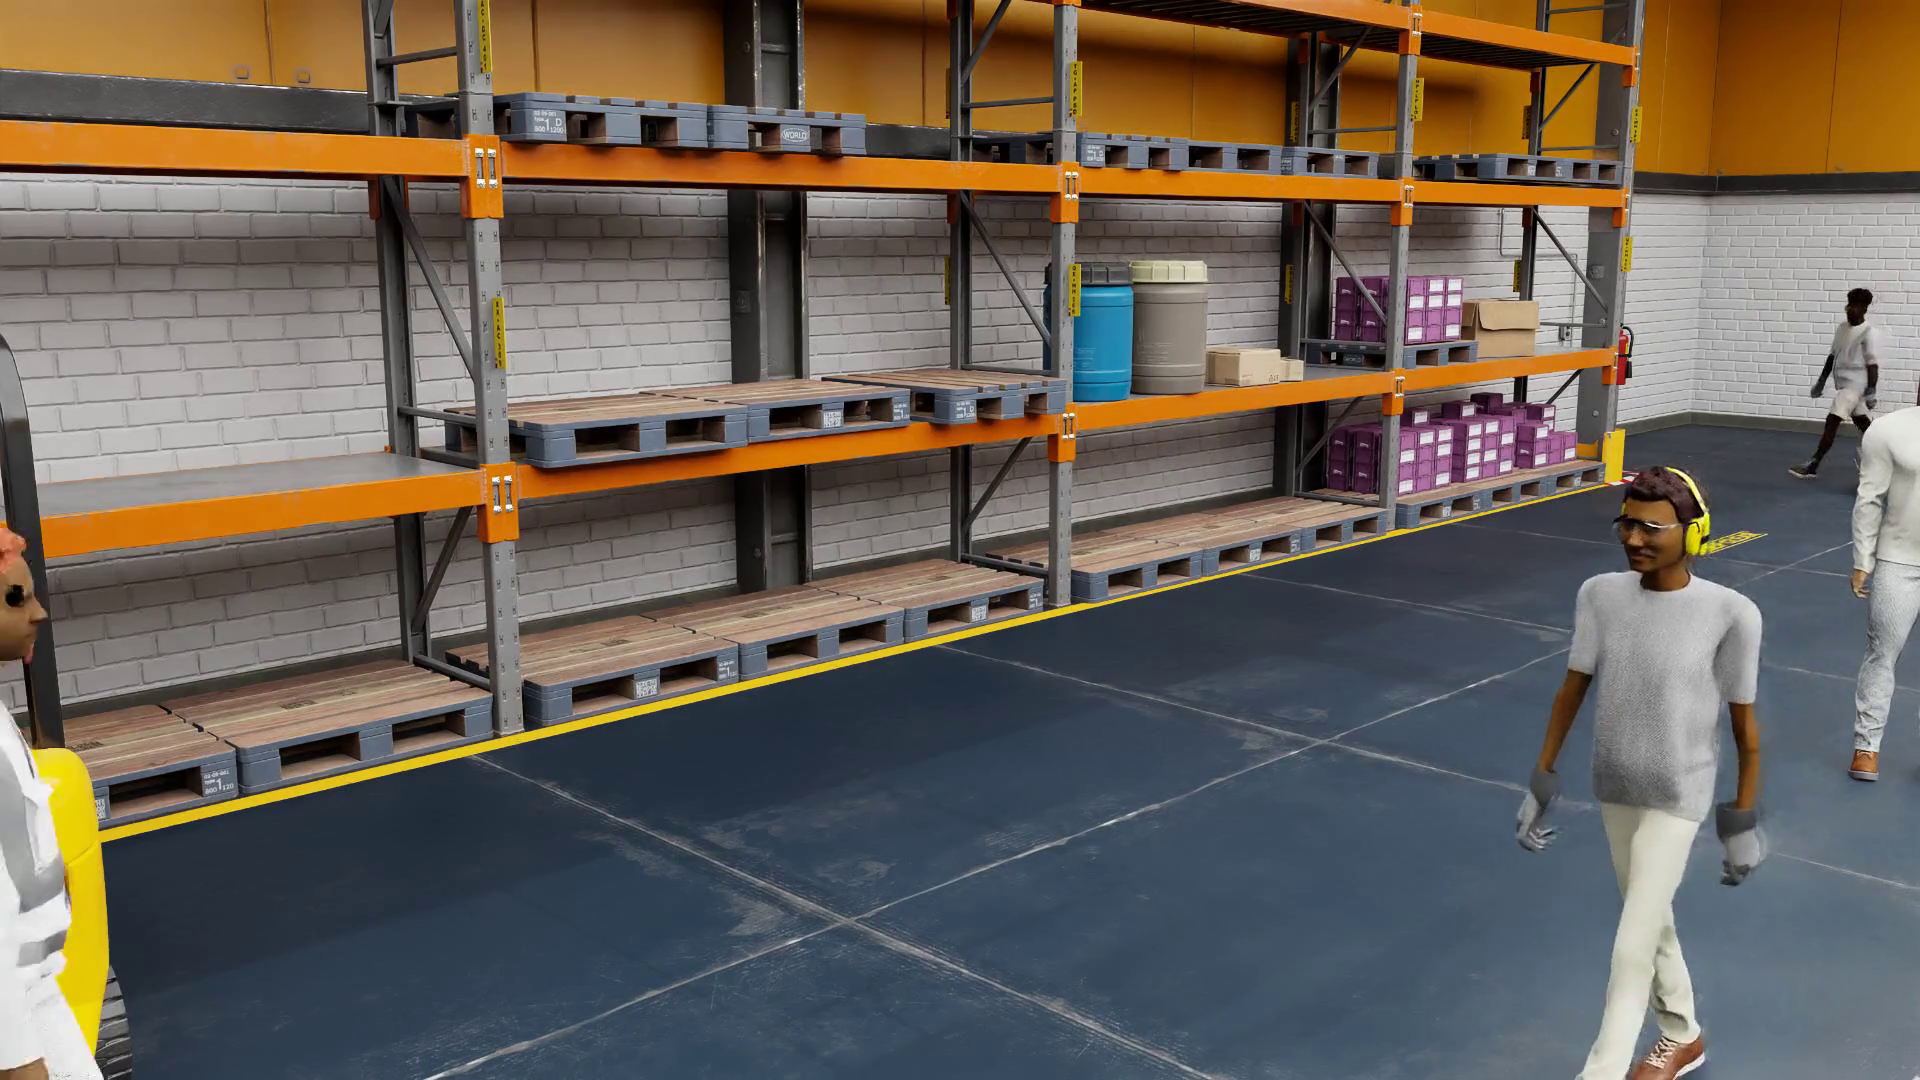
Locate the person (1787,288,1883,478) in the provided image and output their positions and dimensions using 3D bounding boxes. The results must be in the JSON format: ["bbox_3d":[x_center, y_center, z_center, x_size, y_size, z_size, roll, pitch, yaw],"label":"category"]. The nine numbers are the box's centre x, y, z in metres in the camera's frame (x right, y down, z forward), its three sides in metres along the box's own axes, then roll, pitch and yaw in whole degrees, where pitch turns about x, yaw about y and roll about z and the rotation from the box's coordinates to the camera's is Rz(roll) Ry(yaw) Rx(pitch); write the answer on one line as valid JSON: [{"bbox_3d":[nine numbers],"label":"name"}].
[{"bbox_3d":[8.847,-1.546,16.483,1.053,1.902,0.643,1,10,5],"label":"person"}]

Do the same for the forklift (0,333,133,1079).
[{"bbox_3d":[-3.289,0.485,4.582,1.214,2.155,2.313,-10,14,-44],"label":"forklift"}]

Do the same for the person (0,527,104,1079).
[{"bbox_3d":[-1.910,0.892,3.266,0.438,1.872,0.583,-5,11,-25],"label":"person"}]

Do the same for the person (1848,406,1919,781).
[{"bbox_3d":[4.241,0.120,7.282,0.627,1.934,0.370,4,11,20],"label":"person"}]

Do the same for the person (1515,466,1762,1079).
[{"bbox_3d":[1.801,0.699,4.456,0.991,1.816,0.551,-7,13,-34],"label":"person"}]
